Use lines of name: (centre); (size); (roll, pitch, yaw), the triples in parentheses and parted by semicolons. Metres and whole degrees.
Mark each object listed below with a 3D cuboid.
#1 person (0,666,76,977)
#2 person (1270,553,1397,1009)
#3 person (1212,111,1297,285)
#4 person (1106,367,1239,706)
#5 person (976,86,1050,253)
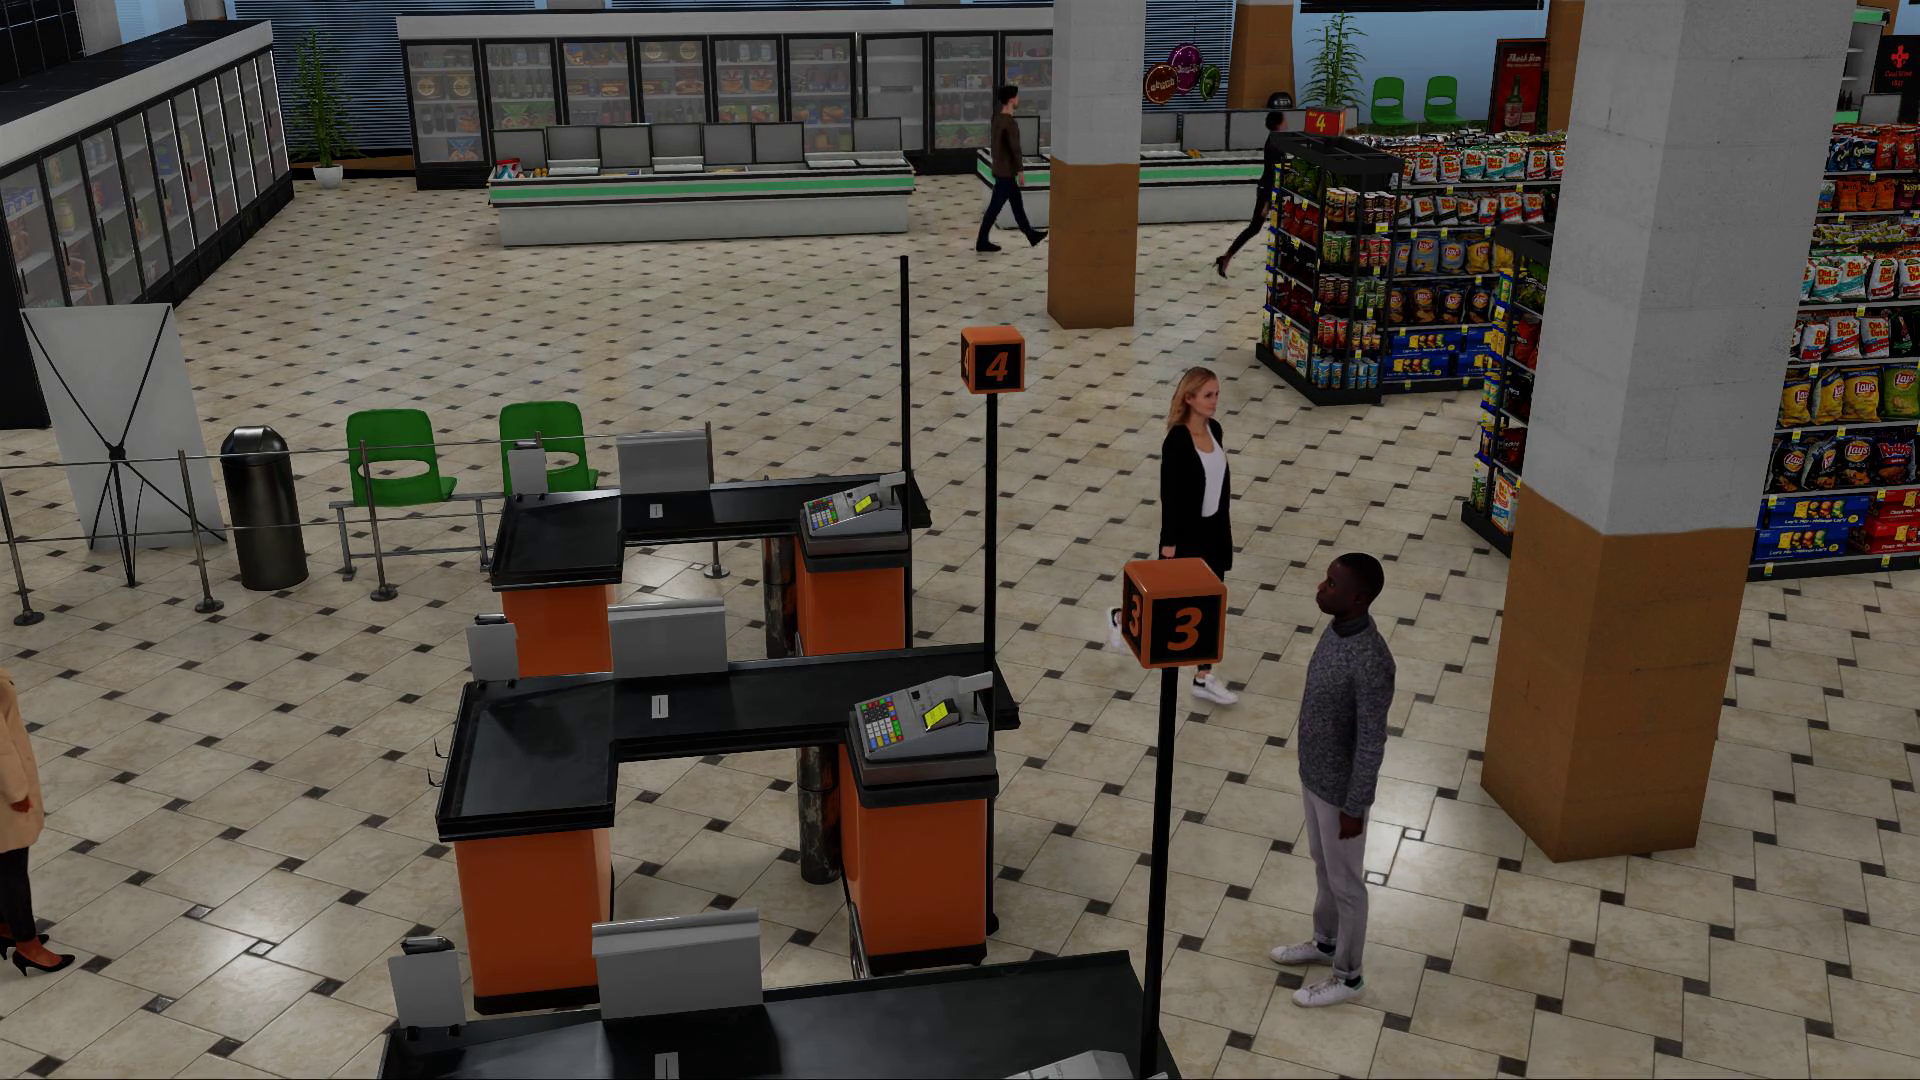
person: (-3.744, 0.914, 6.405); (0.719, 1.682, 0.741); (19, 29, 39)
person: (1.435, 0.898, 6.235); (0.564, 1.837, 0.704); (-2, 22, -5)
person: (3.105, -3.497, 17.241); (1.206, 1.787, 0.701); (-1, 22, -2)
person: (1.129, -0.023, 8.605); (1.048, 1.779, 1.085); (20, 29, 41)
person: (0.436, -4.128, 18.747); (1.155, 1.835, 0.707); (-5, 23, -13)
